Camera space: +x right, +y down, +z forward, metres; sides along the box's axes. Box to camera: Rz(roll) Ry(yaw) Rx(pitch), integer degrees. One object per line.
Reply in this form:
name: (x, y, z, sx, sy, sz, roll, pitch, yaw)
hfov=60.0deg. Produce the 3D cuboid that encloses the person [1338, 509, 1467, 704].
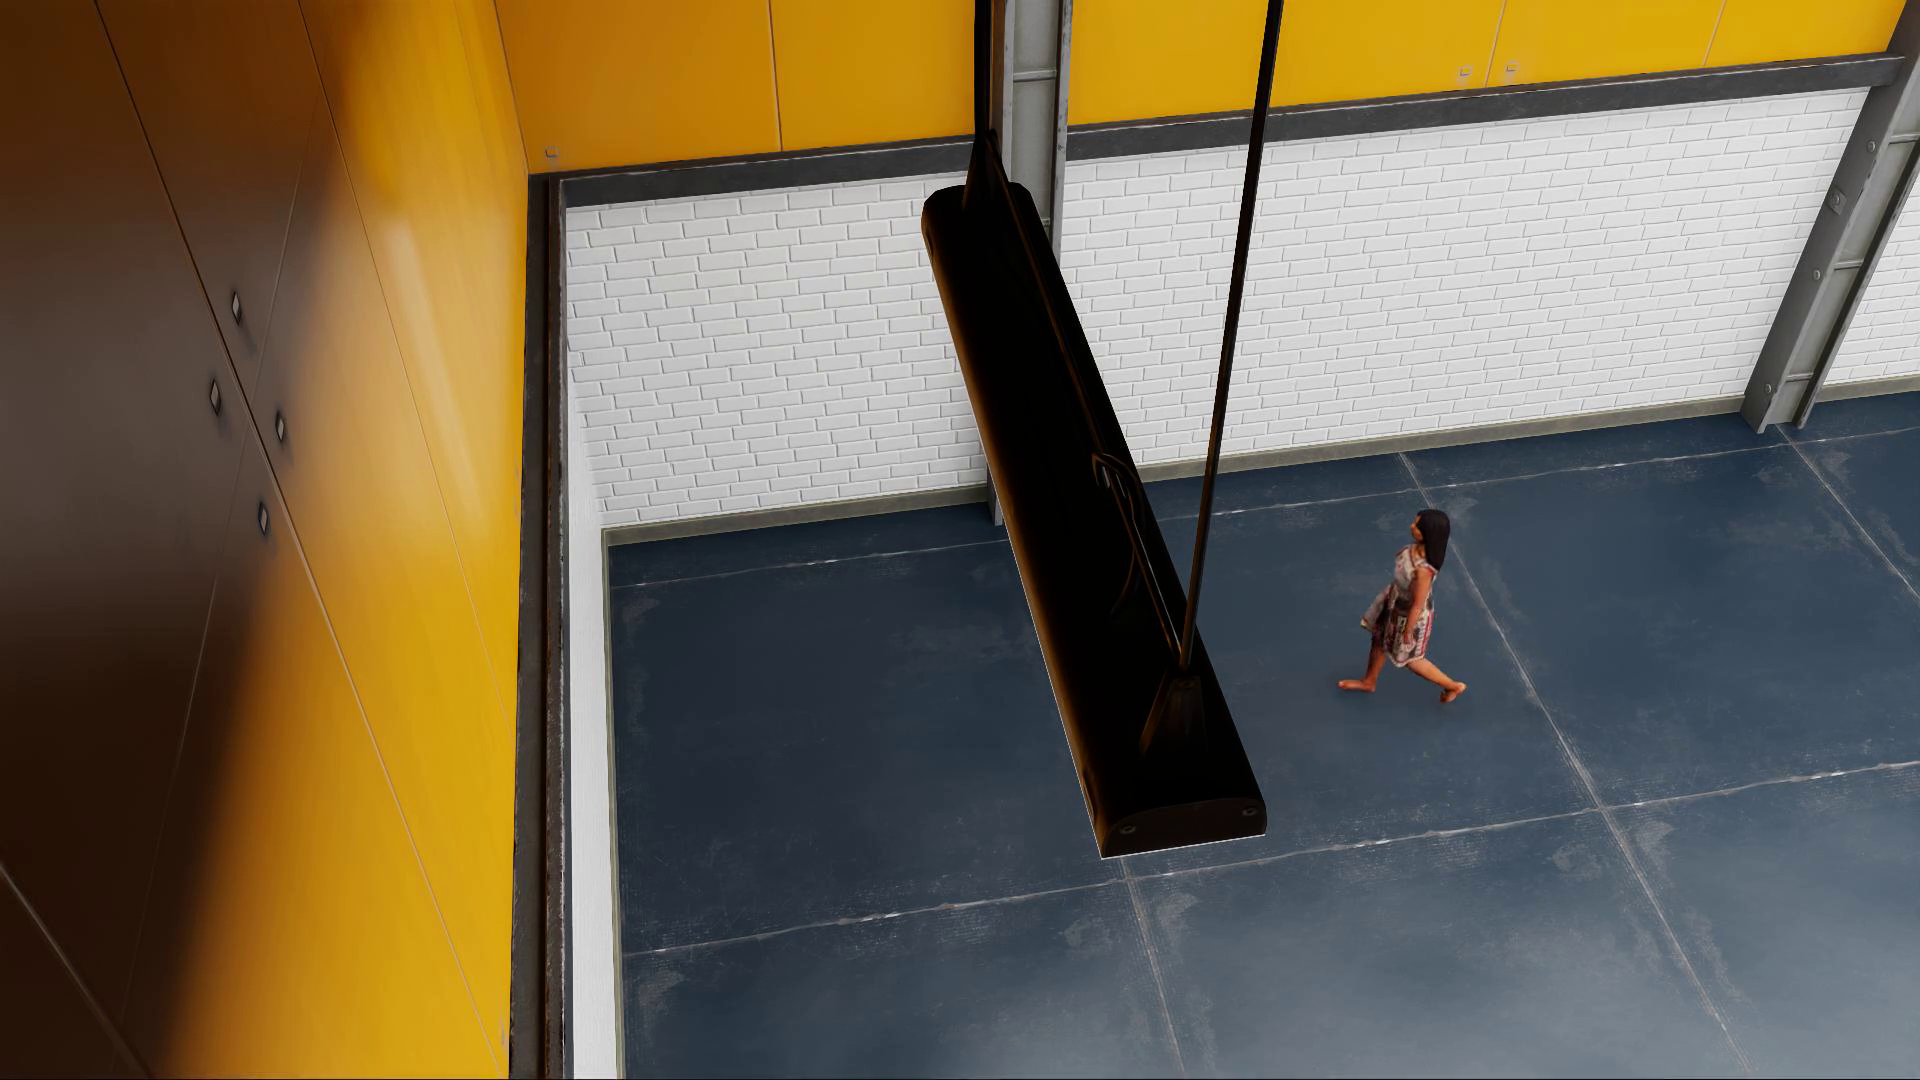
person: (2.867, 0.451, 10.326, 1.094, 1.625, 0.859, 8, 44, 9)
